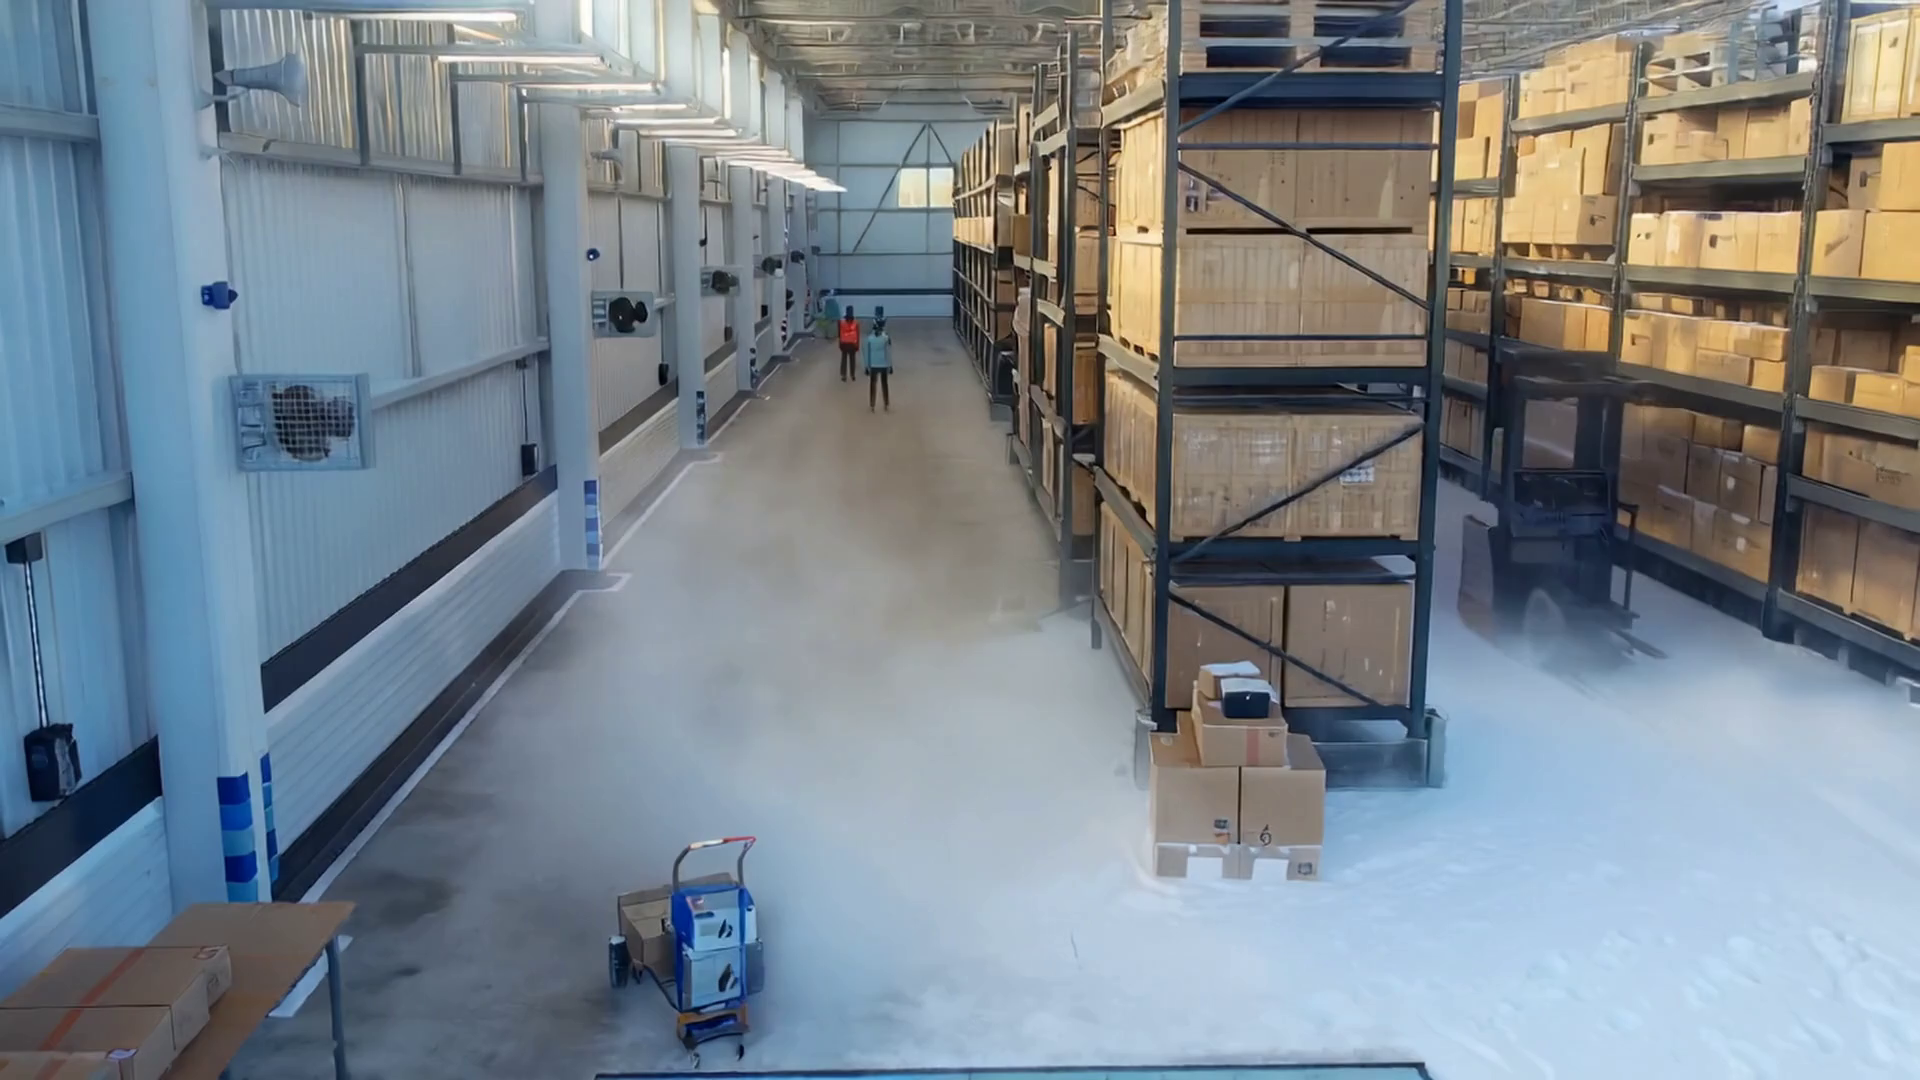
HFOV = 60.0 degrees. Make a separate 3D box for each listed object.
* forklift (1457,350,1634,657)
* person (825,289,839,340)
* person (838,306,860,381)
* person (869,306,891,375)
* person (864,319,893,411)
[{"bbox_3d":[5.697,-0.444,16.158,1.129,2.768,1.873,0,11,-2],"label":"forklift"},{"bbox_3d":[-4.355,-7.703,56.897,0.492,1.740,0.325,-4,12,-20],"label":"person"},{"bbox_3d":[-2.837,-5.018,42.487,0.589,1.912,0.397,-4,12,-22],"label":"person"},{"bbox_3d":[-2.132,-5.325,44.316,0.573,1.827,0.739,-1,11,-7],"label":"person"},{"bbox_3d":[-1.741,-3.743,35.661,0.613,1.988,0.404,-2,11,-8],"label":"person"}]
